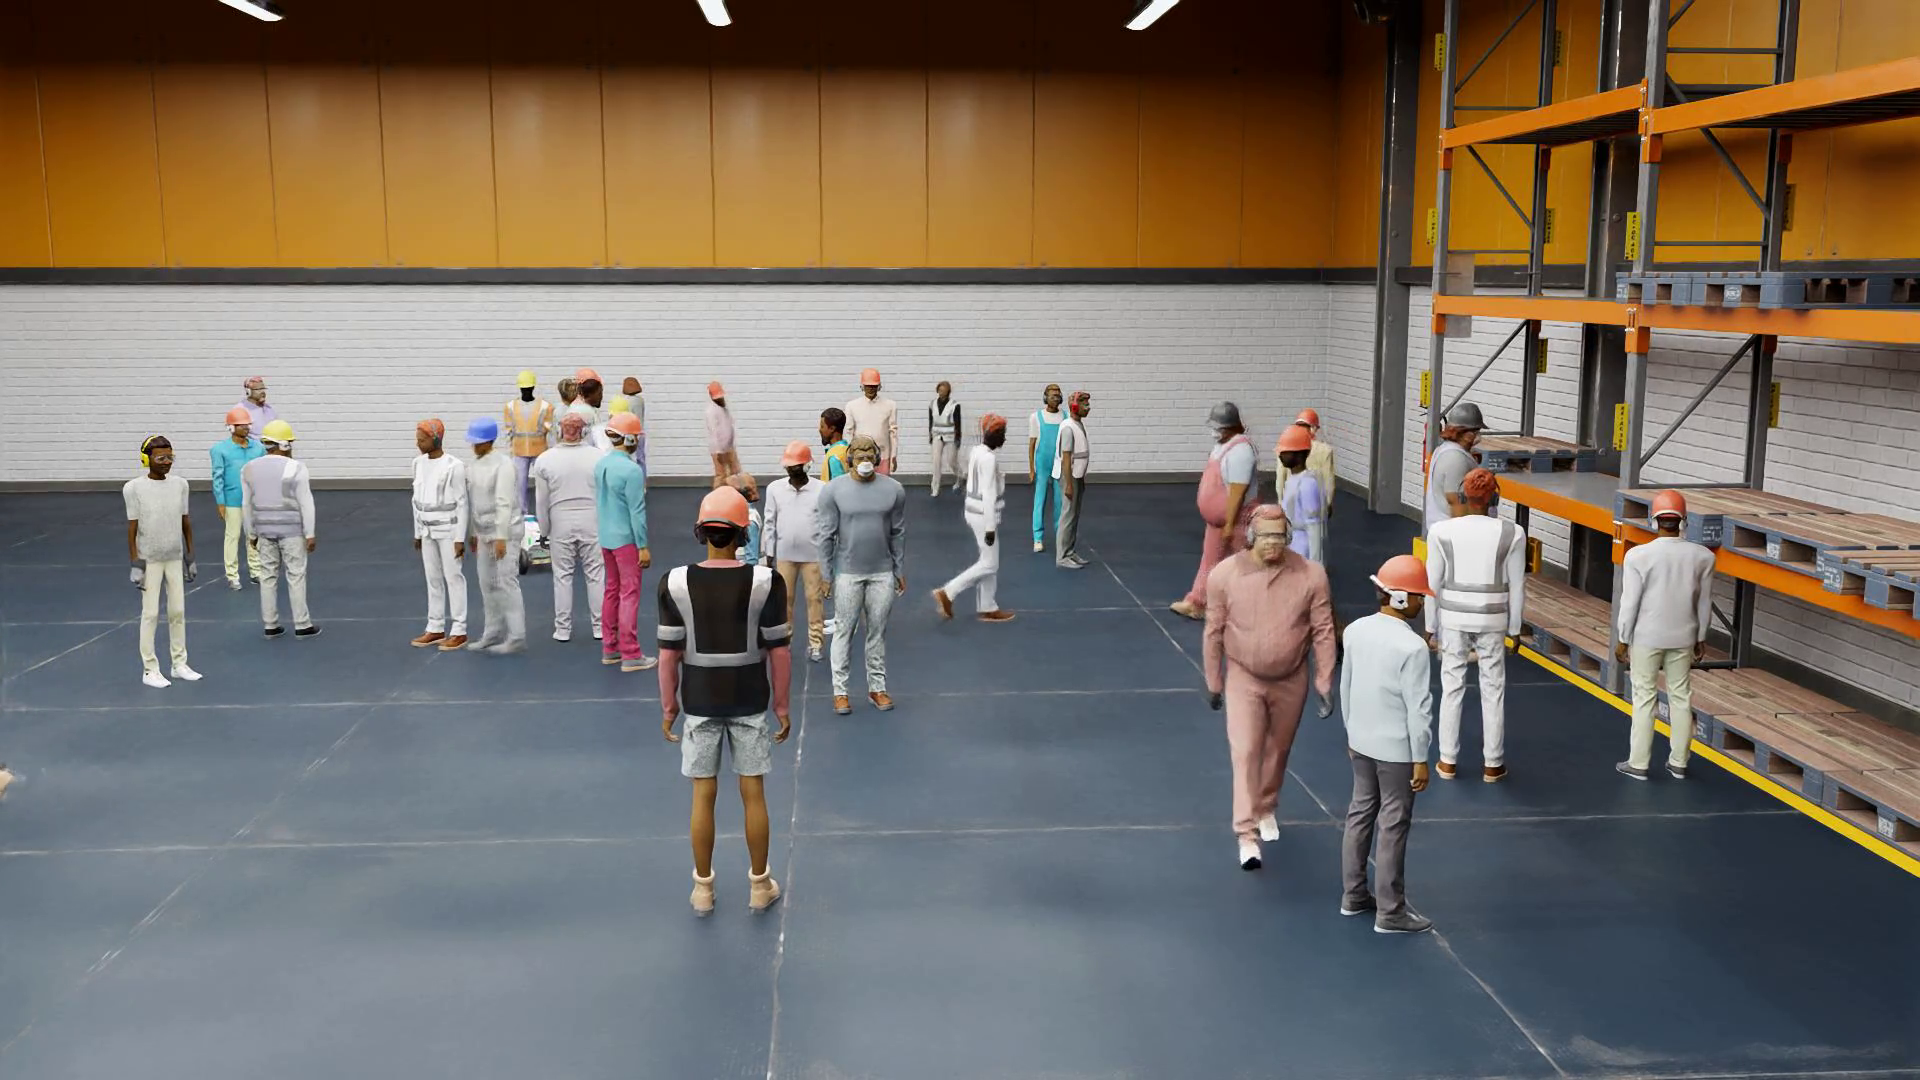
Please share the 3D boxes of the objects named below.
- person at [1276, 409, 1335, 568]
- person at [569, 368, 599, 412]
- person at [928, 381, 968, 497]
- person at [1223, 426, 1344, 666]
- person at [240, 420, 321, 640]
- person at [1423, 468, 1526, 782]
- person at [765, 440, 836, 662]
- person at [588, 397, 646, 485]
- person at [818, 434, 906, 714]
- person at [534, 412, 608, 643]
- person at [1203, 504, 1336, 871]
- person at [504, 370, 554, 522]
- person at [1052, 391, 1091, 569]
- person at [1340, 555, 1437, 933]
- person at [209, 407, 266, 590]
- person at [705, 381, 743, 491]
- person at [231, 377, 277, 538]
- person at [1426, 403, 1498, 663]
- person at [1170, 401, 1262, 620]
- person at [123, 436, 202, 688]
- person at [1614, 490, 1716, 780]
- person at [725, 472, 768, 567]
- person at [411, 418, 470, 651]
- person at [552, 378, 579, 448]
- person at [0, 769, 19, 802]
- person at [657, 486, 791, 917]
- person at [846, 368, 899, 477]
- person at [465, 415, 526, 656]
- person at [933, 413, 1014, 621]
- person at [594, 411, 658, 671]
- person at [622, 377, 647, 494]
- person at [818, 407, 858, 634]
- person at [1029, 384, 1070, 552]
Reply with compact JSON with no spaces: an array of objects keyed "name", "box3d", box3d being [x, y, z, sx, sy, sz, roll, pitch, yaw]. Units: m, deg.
[{"name":"person","box3d":[3.319,-0.381,15.973,0.560,1.743,0.338,3,10,21]},{"name":"person","box3d":[-4.161,-0.917,18.563,0.398,1.990,0.623,0,9,0]},{"name":"person","box3d":[-0.174,-1.418,22.962,0.550,1.596,0.758,4,10,25]},{"name":"person","box3d":[2.560,0.090,12.736,1.012,1.846,0.550,0,9,3]},{"name":"person","box3d":[-5.630,-0.079,13.815,0.594,1.828,0.403,1,9,7]},{"name":"person","box3d":[3.071,0.510,9.951,0.575,1.883,0.362,3,10,20]},{"name":"person","box3d":[-1.252,0.092,12.990,0.564,1.748,0.339,1,9,6]},{"name":"person","box3d":[-3.592,-0.613,17.382,0.606,1.777,0.961,0,9,-1]},{"name":"person","box3d":[-0.671,0.232,11.518,0.634,1.937,0.355,-3,10,-20]},{"name":"person","box3d":[-3.171,-0.105,13.736,0.642,1.909,0.408,-3,9,-16]},{"name":"person","box3d":[1.605,0.745,8.585,0.656,1.846,1.002,0,9,1]},{"name":"person","box3d":[-5.050,-1.033,19.543,0.589,1.917,0.409,0,9,-1]},{"name":"person","box3d":[1.152,-0.619,17.200,0.386,1.837,0.563,3,9,17]},{"name":"person","box3d":[2.004,0.932,7.722,0.343,1.744,0.573,-4,10,-23]},{"name":"person","box3d":[-6.933,-0.403,16.085,0.324,1.752,0.563,7,11,36]},{"name":"person","box3d":[-3.013,-1.175,21.112,0.382,1.700,0.653,5,10,27]},{"name":"person","box3d":[-7.764,-0.856,18.456,0.410,1.908,0.642,3,9,17]},{"name":"person","box3d":[3.953,-0.073,13.117,0.536,2.000,0.688,1,9,6]},{"name":"person","box3d":[2.347,-0.281,14.421,1.006,2.000,0.748,-1,9,-9]},{"name":"person","box3d":[-5.878,0.157,12.260,0.328,1.862,0.503,7,11,36]},{"name":"person","box3d":[4.213,0.568,9.995,0.575,1.746,0.331,-1,9,-4]},{"name":"person","box3d":[-1.525,0.329,11.852,0.308,1.639,0.511,-2,9,-15]},{"name":"person","box3d":[-4.206,-0.048,13.444,0.575,1.885,0.360,6,11,32]},{"name":"person","box3d":[-4.520,-0.940,19.170,0.347,1.846,0.505,0,9,2]},{"name":"person","box3d":[-5.575,0.731,9.221,0.450,1.667,0.568,-3,9,-17]},{"name":"person","box3d":[-1.106,0.762,7.867,0.616,2.041,0.378,-1,9,-4]},{"name":"person","box3d":[-0.999,-0.960,18.878,0.608,1.987,0.401,-1,9,-7]},{"name":"person","box3d":[-3.746,-0.037,13.265,0.661,1.929,0.451,7,12,39]},{"name":"person","box3d":[0.130,-0.173,14.317,0.644,1.864,0.639,-1,9,-6]},{"name":"person","box3d":[-2.579,0.005,12.813,0.405,1.986,0.620,-7,12,-38]},{"name":"person","box3d":[-4.490,-1.422,22.861,0.279,1.632,0.507,3,9,16]},{"name":"person","box3d":[-1.004,-0.163,14.066,0.373,1.917,0.594,1,9,3]},{"name":"person","box3d":[1.003,-0.789,18.223,0.507,1.846,0.343,-2,9,-11]}]
